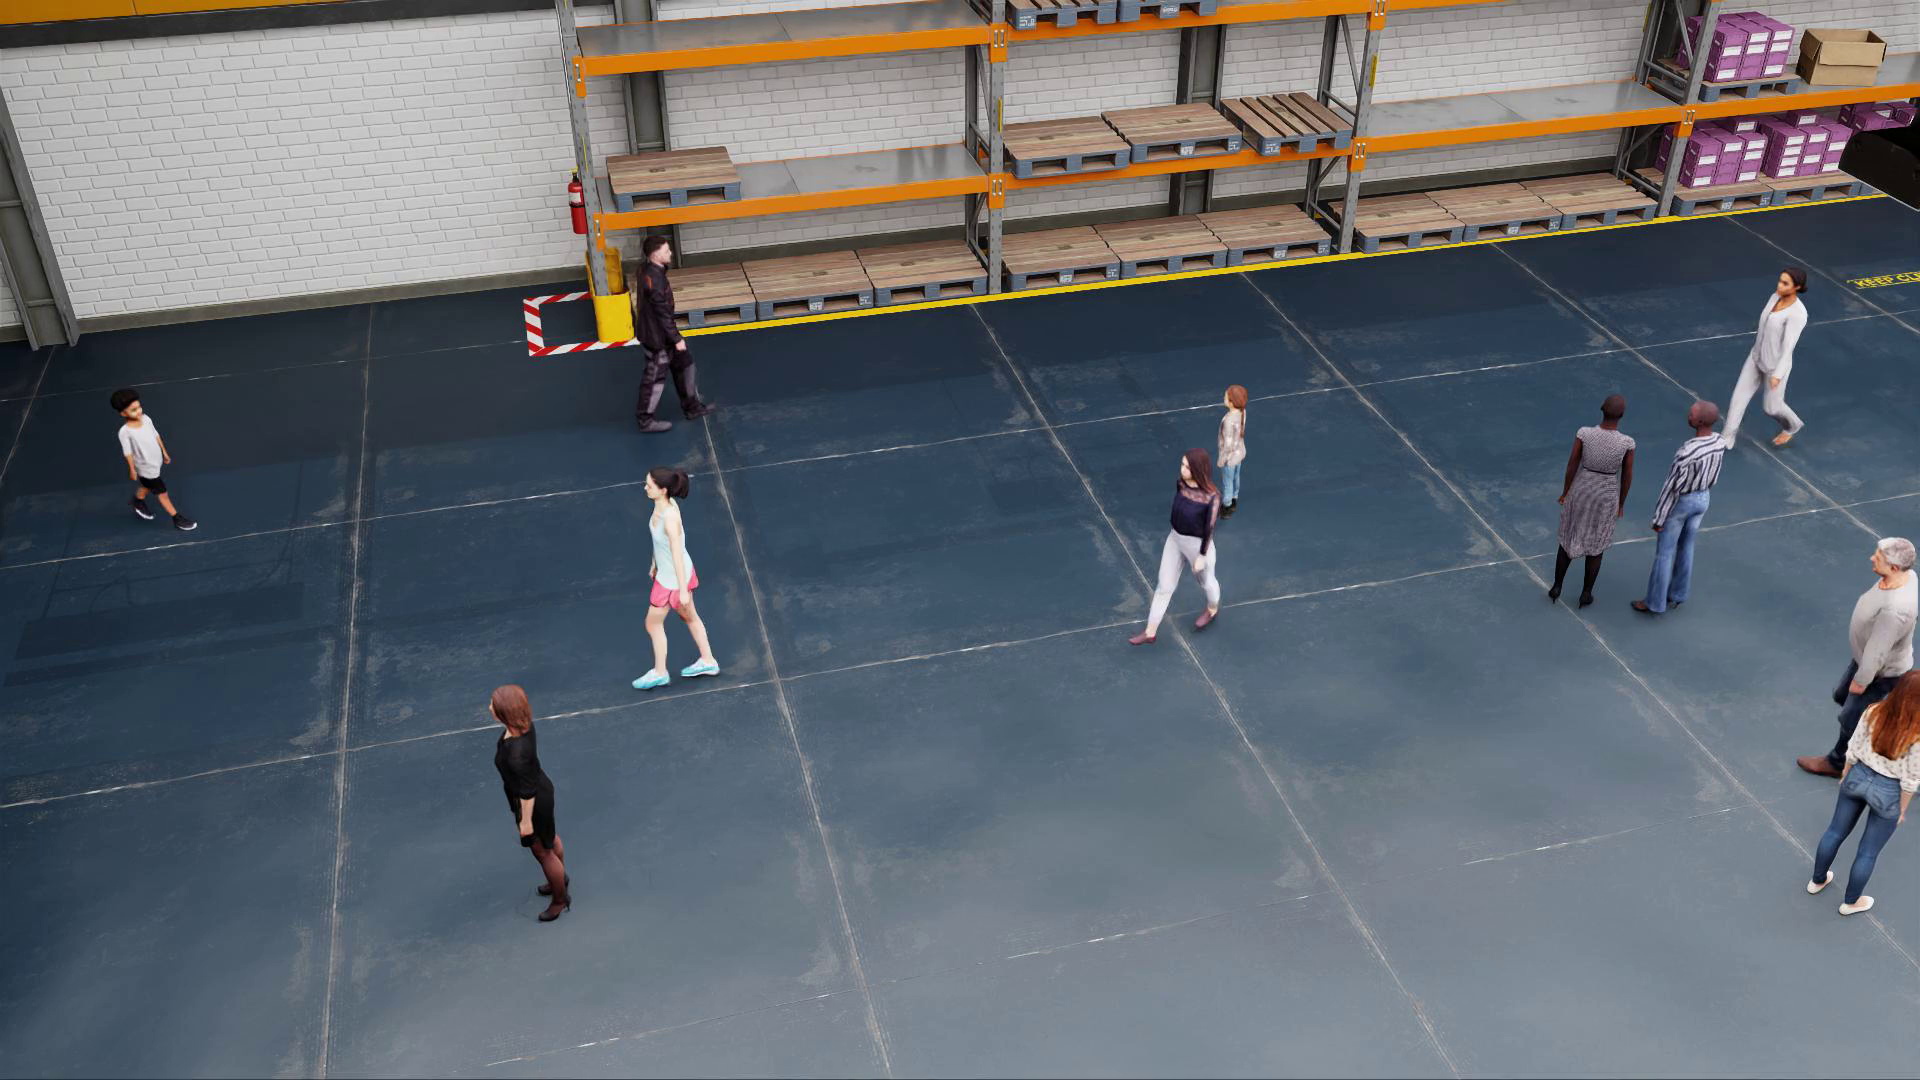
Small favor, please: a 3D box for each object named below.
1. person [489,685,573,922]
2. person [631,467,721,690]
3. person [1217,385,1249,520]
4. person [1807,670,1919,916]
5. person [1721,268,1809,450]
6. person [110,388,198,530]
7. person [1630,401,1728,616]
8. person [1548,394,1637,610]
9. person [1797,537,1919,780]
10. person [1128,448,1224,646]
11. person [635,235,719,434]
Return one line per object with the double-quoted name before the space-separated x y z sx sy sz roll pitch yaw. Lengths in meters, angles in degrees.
"person" -2.488 1.527 9.688 0.517 1.704 0.599 -6 34 -9
"person" -1.907 0.257 11.566 0.843 1.741 0.615 -9 35 -13
"person" 2.213 -0.722 13.533 0.618 1.194 0.553 19 38 27
"person" 5.362 1.466 9.758 0.596 1.728 0.627 -19 38 -26
"person" 7.022 -1.517 14.265 1.079 1.707 0.654 -8 34 -11
"person" -6.601 -0.661 13.396 0.942 1.243 0.787 10 35 15
"person" 5.339 -0.218 12.236 0.547 1.790 0.741 -18 37 -24
"person" 4.685 -0.280 12.331 0.675 1.788 0.745 16 37 23
"person" 5.917 0.822 10.588 1.023 1.882 0.957 16 37 22
"person" 1.722 0.049 12.040 1.149 1.563 0.876 -22 40 -30
"person" -2.724 -1.778 14.551 0.963 1.826 0.733 -6 34 -9
